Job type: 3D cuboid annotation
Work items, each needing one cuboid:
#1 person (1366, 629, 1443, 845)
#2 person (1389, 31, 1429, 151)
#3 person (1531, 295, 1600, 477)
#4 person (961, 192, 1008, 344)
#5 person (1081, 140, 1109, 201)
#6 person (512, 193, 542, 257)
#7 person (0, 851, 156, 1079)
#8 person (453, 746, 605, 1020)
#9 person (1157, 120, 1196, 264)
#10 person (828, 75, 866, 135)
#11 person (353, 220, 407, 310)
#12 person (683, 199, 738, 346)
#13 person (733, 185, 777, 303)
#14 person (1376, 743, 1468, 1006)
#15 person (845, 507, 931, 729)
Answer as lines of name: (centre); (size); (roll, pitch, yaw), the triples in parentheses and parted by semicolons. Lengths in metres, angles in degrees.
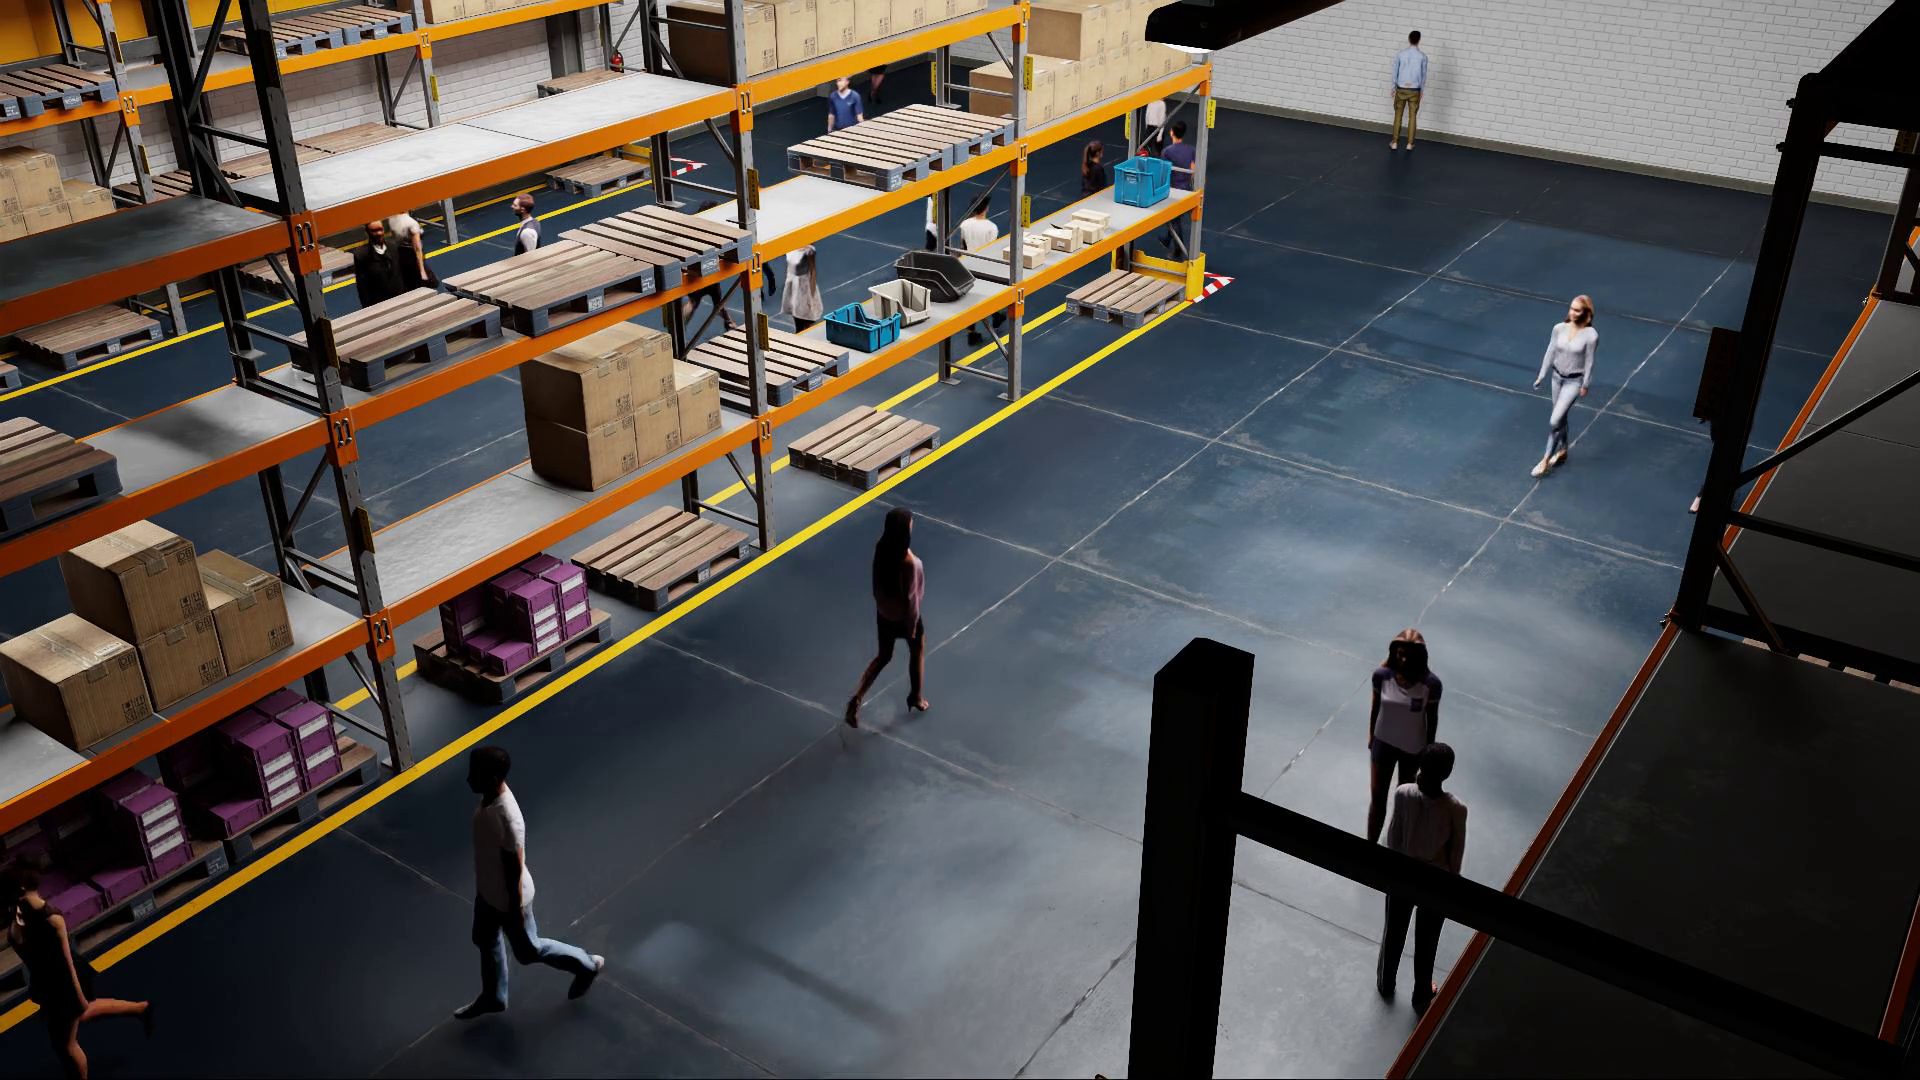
person: (2.899, 1.303, 10.856); (0.759, 1.675, 1.117); (12, 31, 21)
person: (7.003, -7.023, 25.978); (0.745, 1.810, 0.697); (7, 29, 13)
person: (5.852, -1.513, 15.916); (0.961, 1.772, 0.776); (-18, 33, -30)
person: (0.191, -3.055, 18.826); (0.757, 1.693, 1.052); (14, 31, 23)
person: (1.635, -4.337, 21.337); (0.861, 1.539, 0.728); (-15, 32, -26)
person: (-4.666, -2.857, 18.206); (0.790, 1.938, 0.741); (-6, 29, -11)
person: (-4.785, 2.337, 8.977); (0.571, 1.658, 0.969); (17, 33, 29)
person: (-2.498, 1.962, 9.477); (1.225, 1.838, 1.010); (-14, 32, -24)
person: (2.815, -4.425, 21.274); (1.041, 1.754, 0.982); (-16, 33, -27)
person: (-1.565, -5.733, 23.589); (0.820, 1.833, 1.139); (11, 31, 20)
person: (-6.061, -2.483, 17.555); (0.770, 1.905, 0.588); (24, 36, 36)
person: (-2.963, -2.946, 18.671); (1.217, 1.649, 1.064); (-11, 31, -20)
person: (-2.436, -3.675, 19.925); (0.658, 1.728, 0.712); (13, 31, 23)
person: (2.655, 1.932, 9.599); (0.601, 1.773, 0.548); (15, 32, 26)
person: (-0.525, 0.602, 12.021); (0.733, 1.788, 1.086); (26, 38, 38)
